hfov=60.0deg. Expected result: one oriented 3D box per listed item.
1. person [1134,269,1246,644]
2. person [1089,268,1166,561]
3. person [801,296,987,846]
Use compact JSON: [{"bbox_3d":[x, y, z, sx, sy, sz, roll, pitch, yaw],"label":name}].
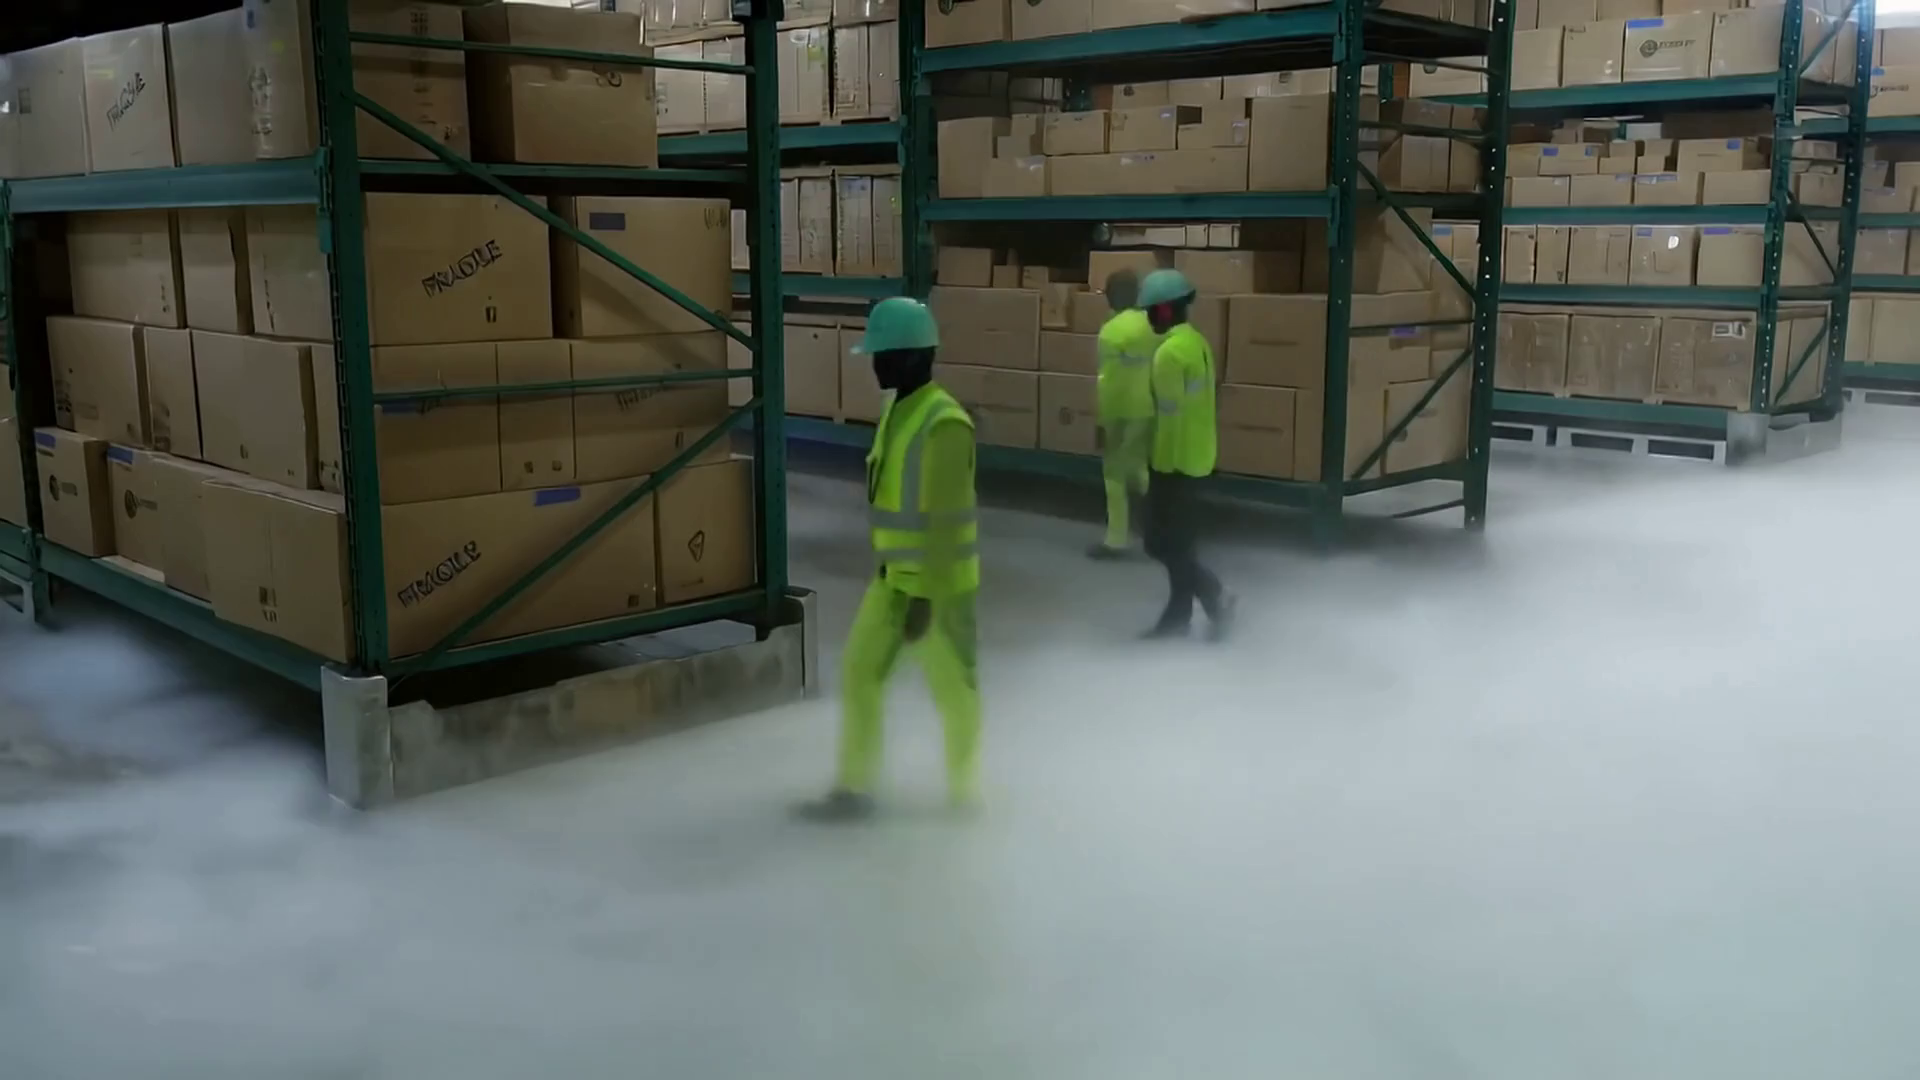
[{"bbox_3d":[1.164,-0.401,8.545,0.583,1.960,0.636,5,12,27],"label":"person"},{"bbox_3d":[1.133,-0.792,10.780,0.589,1.924,0.649,10,14,43],"label":"person"},{"bbox_3d":[-0.239,0.137,5.703,0.793,1.918,0.633,-5,12,-25],"label":"person"}]
